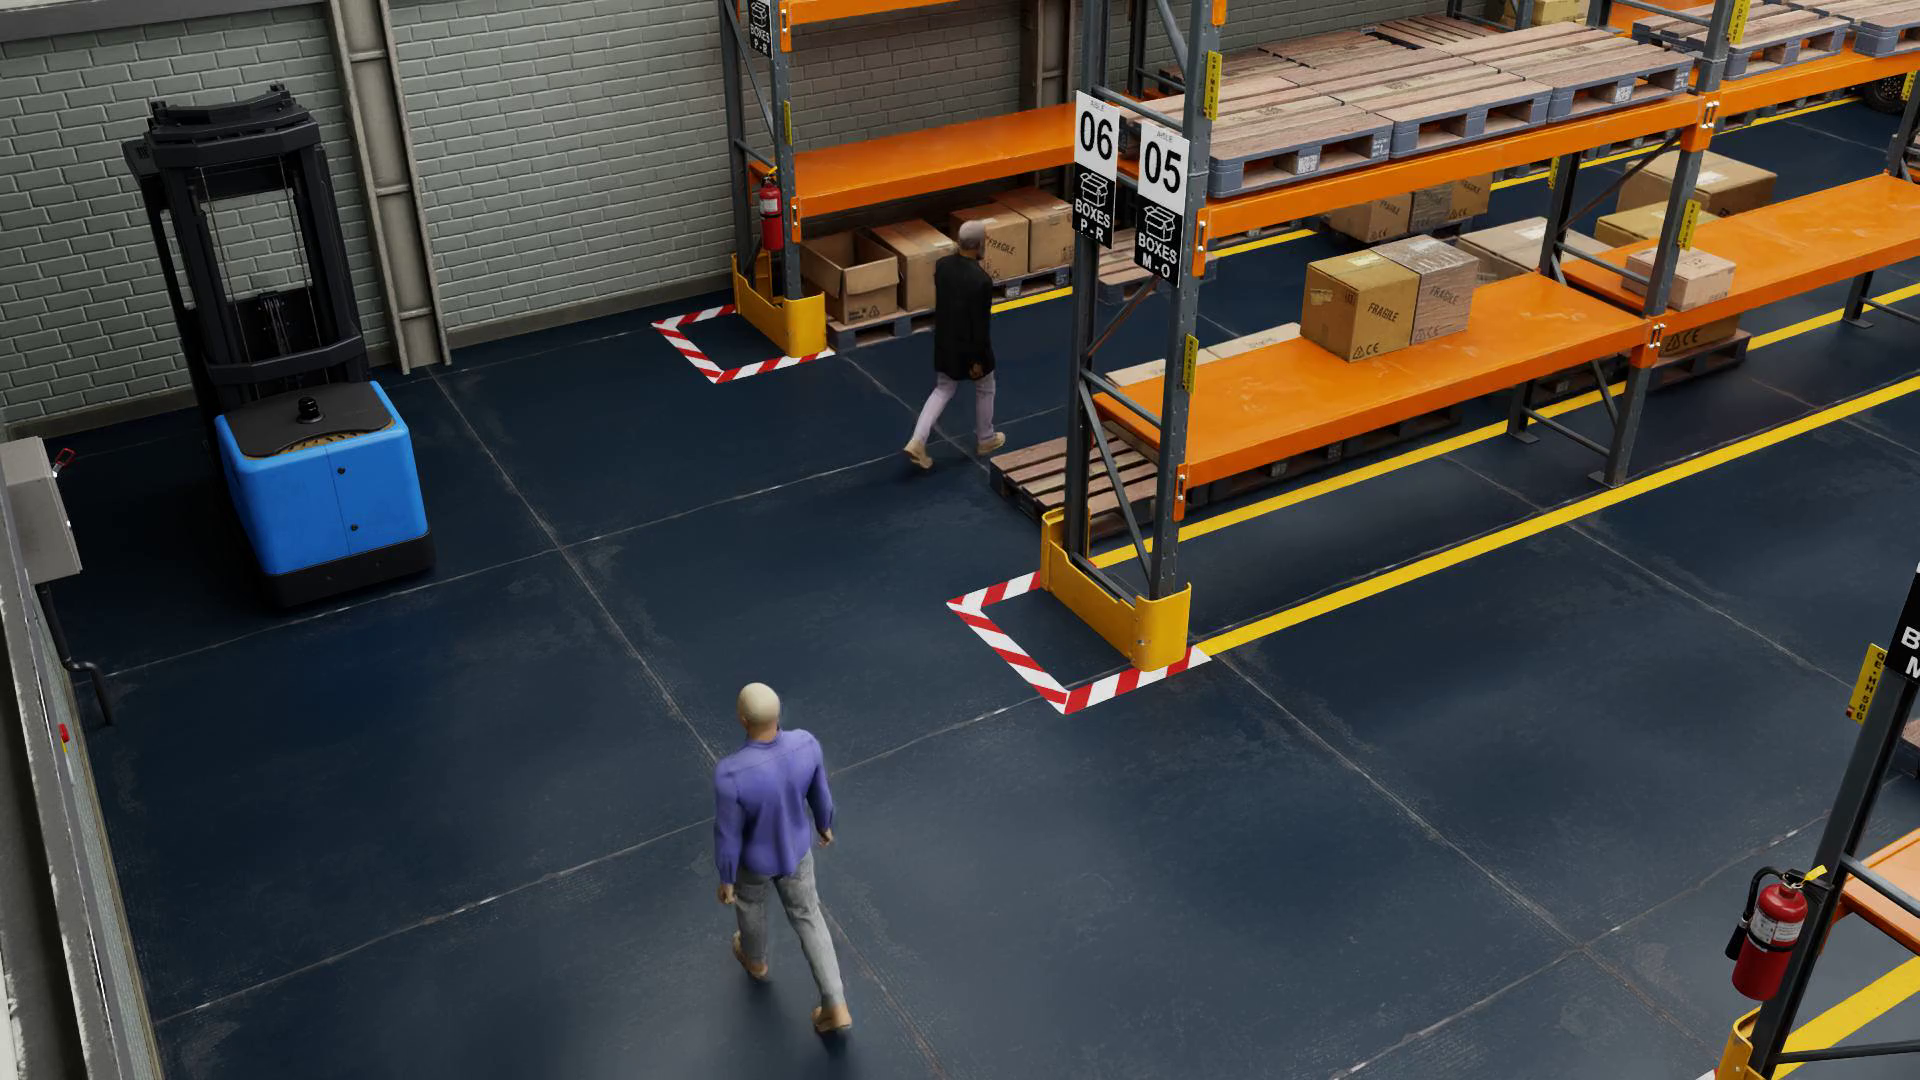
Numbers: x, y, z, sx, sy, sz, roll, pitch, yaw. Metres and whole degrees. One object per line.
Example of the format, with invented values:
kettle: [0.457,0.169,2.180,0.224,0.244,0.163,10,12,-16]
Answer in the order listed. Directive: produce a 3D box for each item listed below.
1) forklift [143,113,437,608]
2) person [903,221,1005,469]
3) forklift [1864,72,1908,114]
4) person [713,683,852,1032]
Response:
forklift: [-4.289,-1.259,10.509,1.129,2.768,1.873,-17,36,-26]
person: [-0.023,-1.347,11.645,0.530,1.823,0.844,23,38,32]
forklift: [11.468,-5.645,18.244,1.214,2.155,2.313,-17,36,-26]
person: [-0.789,1.381,7.283,0.598,1.771,0.851,-19,36,-27]
